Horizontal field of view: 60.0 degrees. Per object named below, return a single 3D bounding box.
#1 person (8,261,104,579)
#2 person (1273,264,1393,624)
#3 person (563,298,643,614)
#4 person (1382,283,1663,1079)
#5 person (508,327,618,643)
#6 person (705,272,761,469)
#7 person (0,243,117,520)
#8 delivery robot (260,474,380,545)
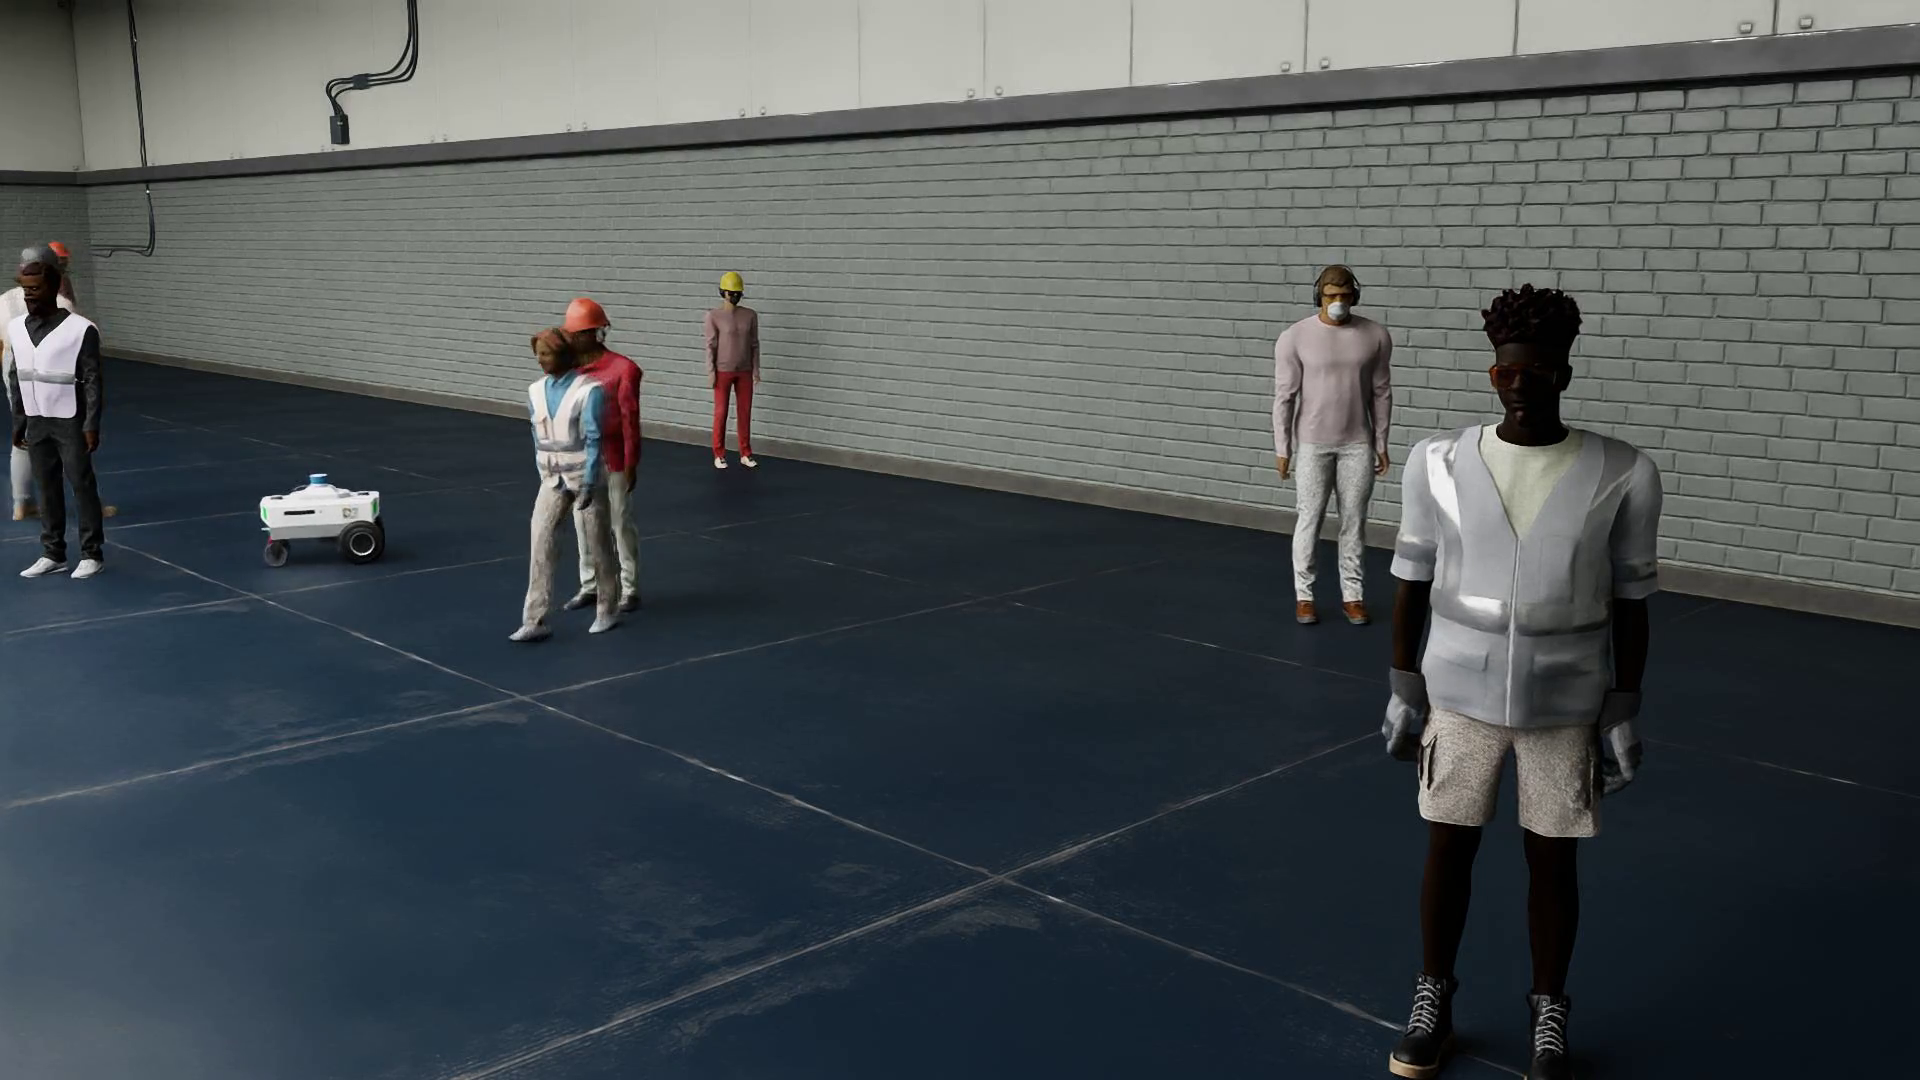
[{"bbox_3d":[-5.484,-0.723,10.117,0.587,1.920,0.391,2,11,10],"label":"person"},{"bbox_3d":[1.990,-0.504,8.910,0.640,1.927,0.375,-1,10,-3],"label":"person"},{"bbox_3d":[-2.001,-0.454,9.142,0.575,1.740,0.362,4,11,22],"label":"person"},{"bbox_3d":[1.333,0.372,4.016,0.613,1.965,0.361,4,11,22],"label":"person"},{"bbox_3d":[-2.031,-0.263,8.472,0.531,1.604,0.789,5,11,23],"label":"person"},{"bbox_3d":[-2.018,-1.510,14.857,0.517,1.757,0.335,-7,13,-34],"label":"person"},{"bbox_3d":[-6.674,-1.164,12.194,0.683,2.000,0.535,2,11,11],"label":"person"},{"bbox_3d":[-4.078,-0.177,10.610,0.707,0.478,0.477,-4,11,-19],"label":"delivery robot"}]
